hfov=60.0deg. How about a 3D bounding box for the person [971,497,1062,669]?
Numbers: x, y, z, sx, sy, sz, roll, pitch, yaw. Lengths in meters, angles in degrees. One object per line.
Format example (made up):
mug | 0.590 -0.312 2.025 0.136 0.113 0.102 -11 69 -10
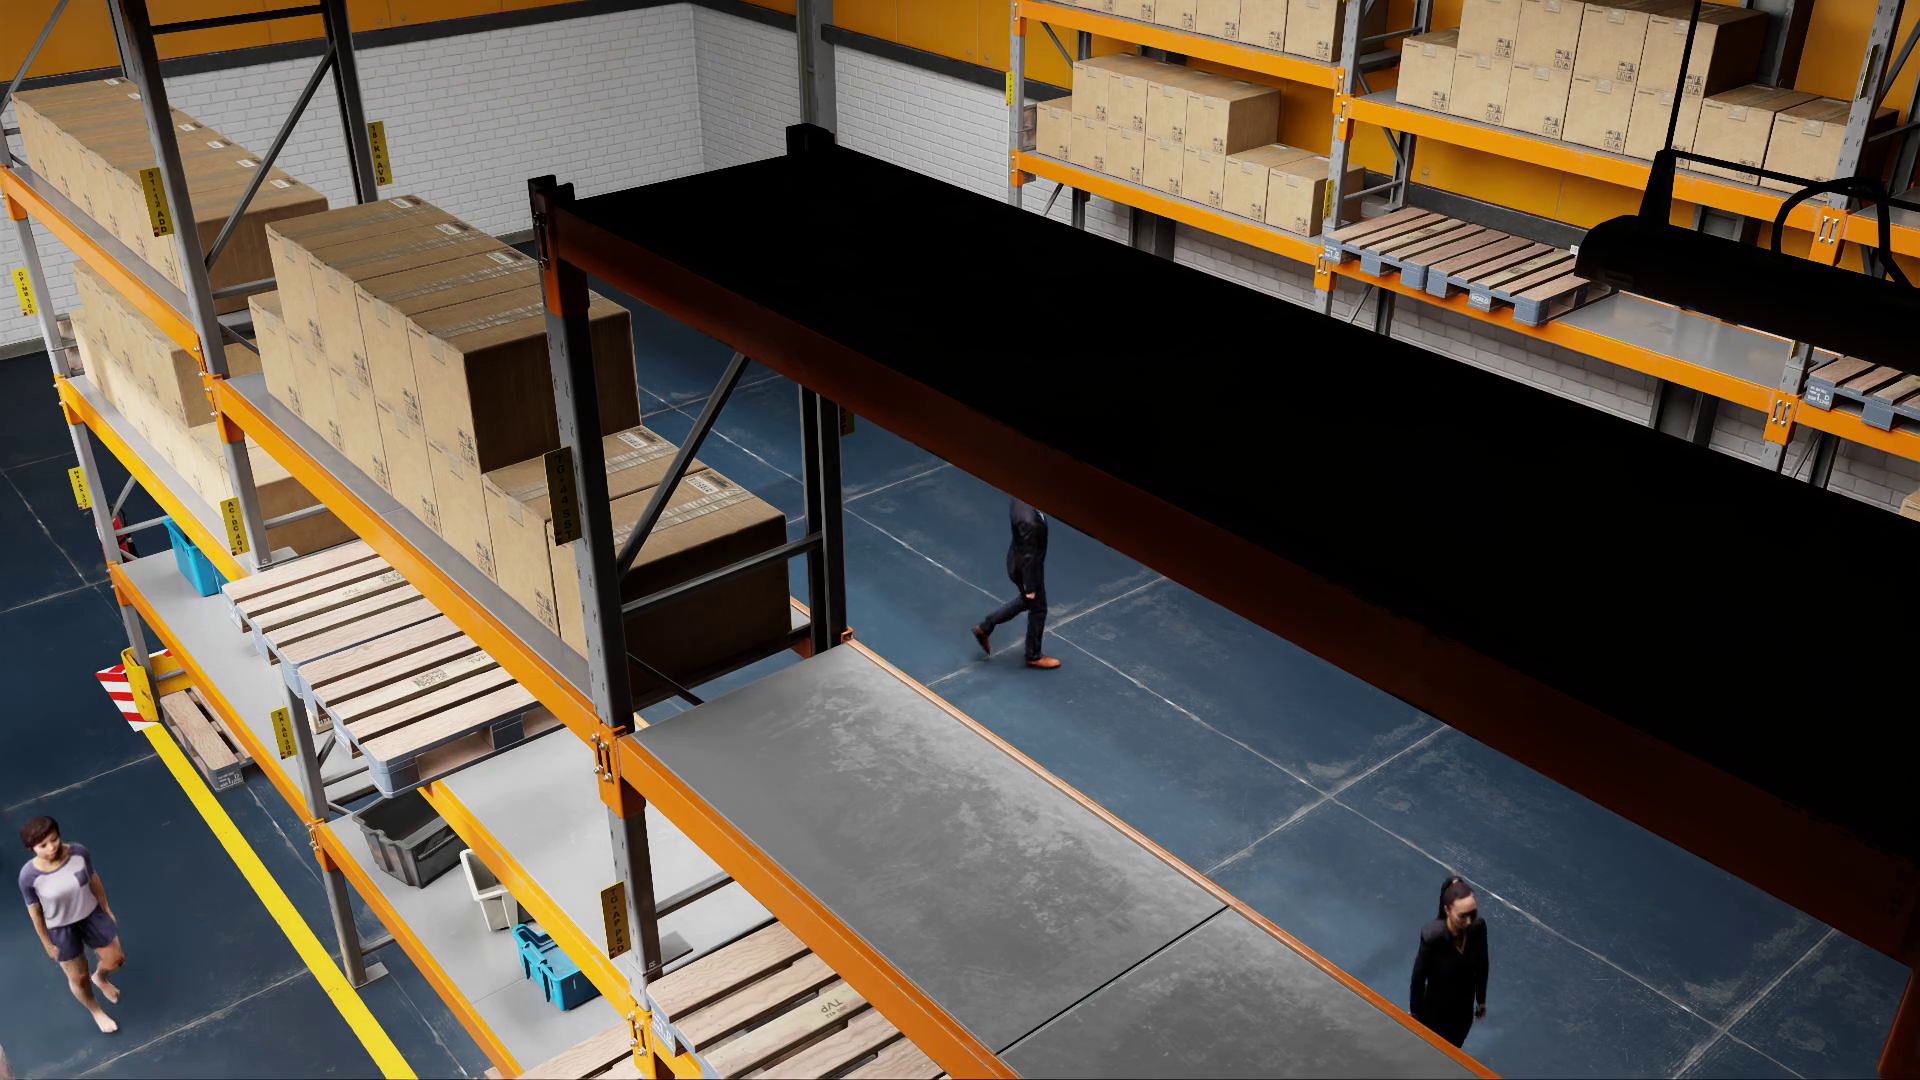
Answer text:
person | 0.455 0.224 13.163 1.053 1.781 1.039 -2 29 -4

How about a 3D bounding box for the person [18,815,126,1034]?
person | -5.236 2.208 9.764 0.641 1.551 0.617 22 35 34

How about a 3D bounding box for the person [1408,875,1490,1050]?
person | 2.608 2.509 9.064 0.763 1.693 1.014 -11 30 -19
